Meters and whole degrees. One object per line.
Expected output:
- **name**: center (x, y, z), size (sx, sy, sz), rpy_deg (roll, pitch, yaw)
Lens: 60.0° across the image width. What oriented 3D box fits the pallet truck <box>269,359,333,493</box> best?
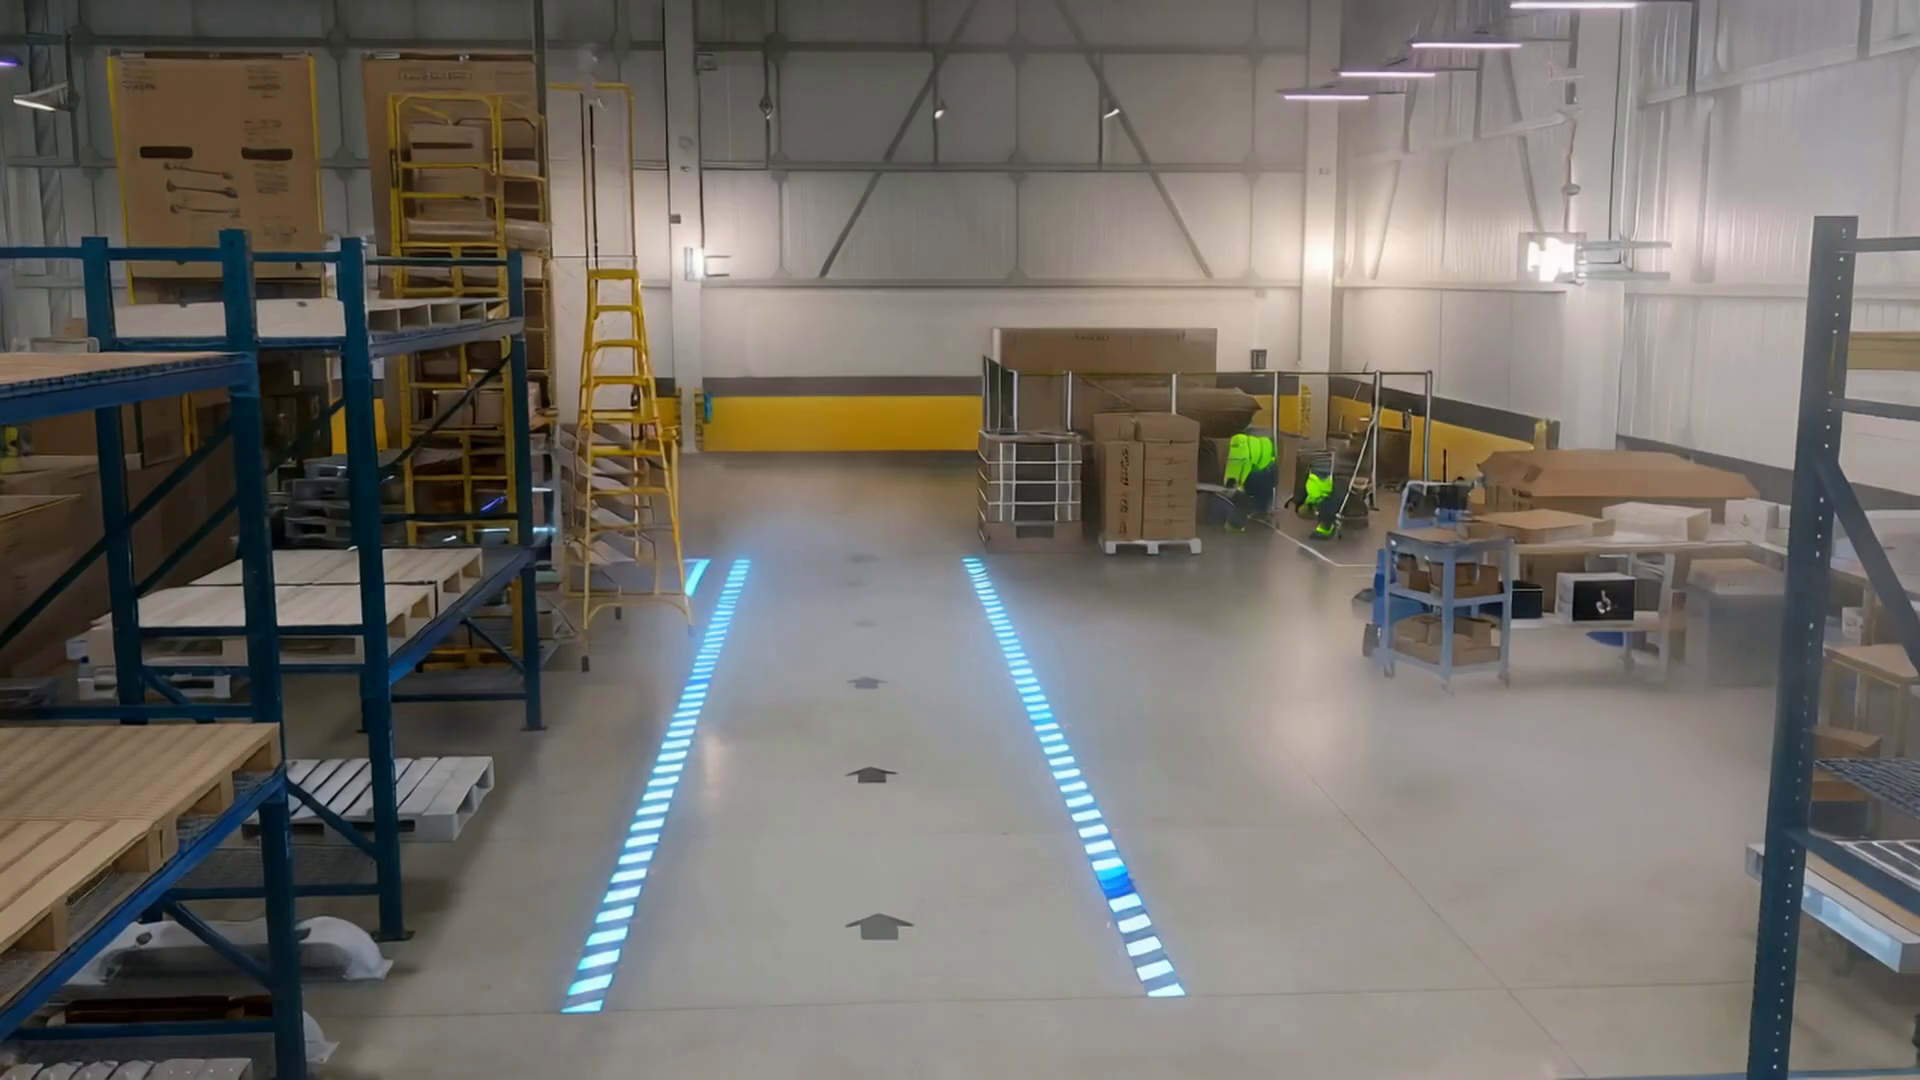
- **pallet truck**: center (-7.062, -1.131, 18.996), size (1.885, 1.965, 0.823), rpy_deg (2, 9, 13)
